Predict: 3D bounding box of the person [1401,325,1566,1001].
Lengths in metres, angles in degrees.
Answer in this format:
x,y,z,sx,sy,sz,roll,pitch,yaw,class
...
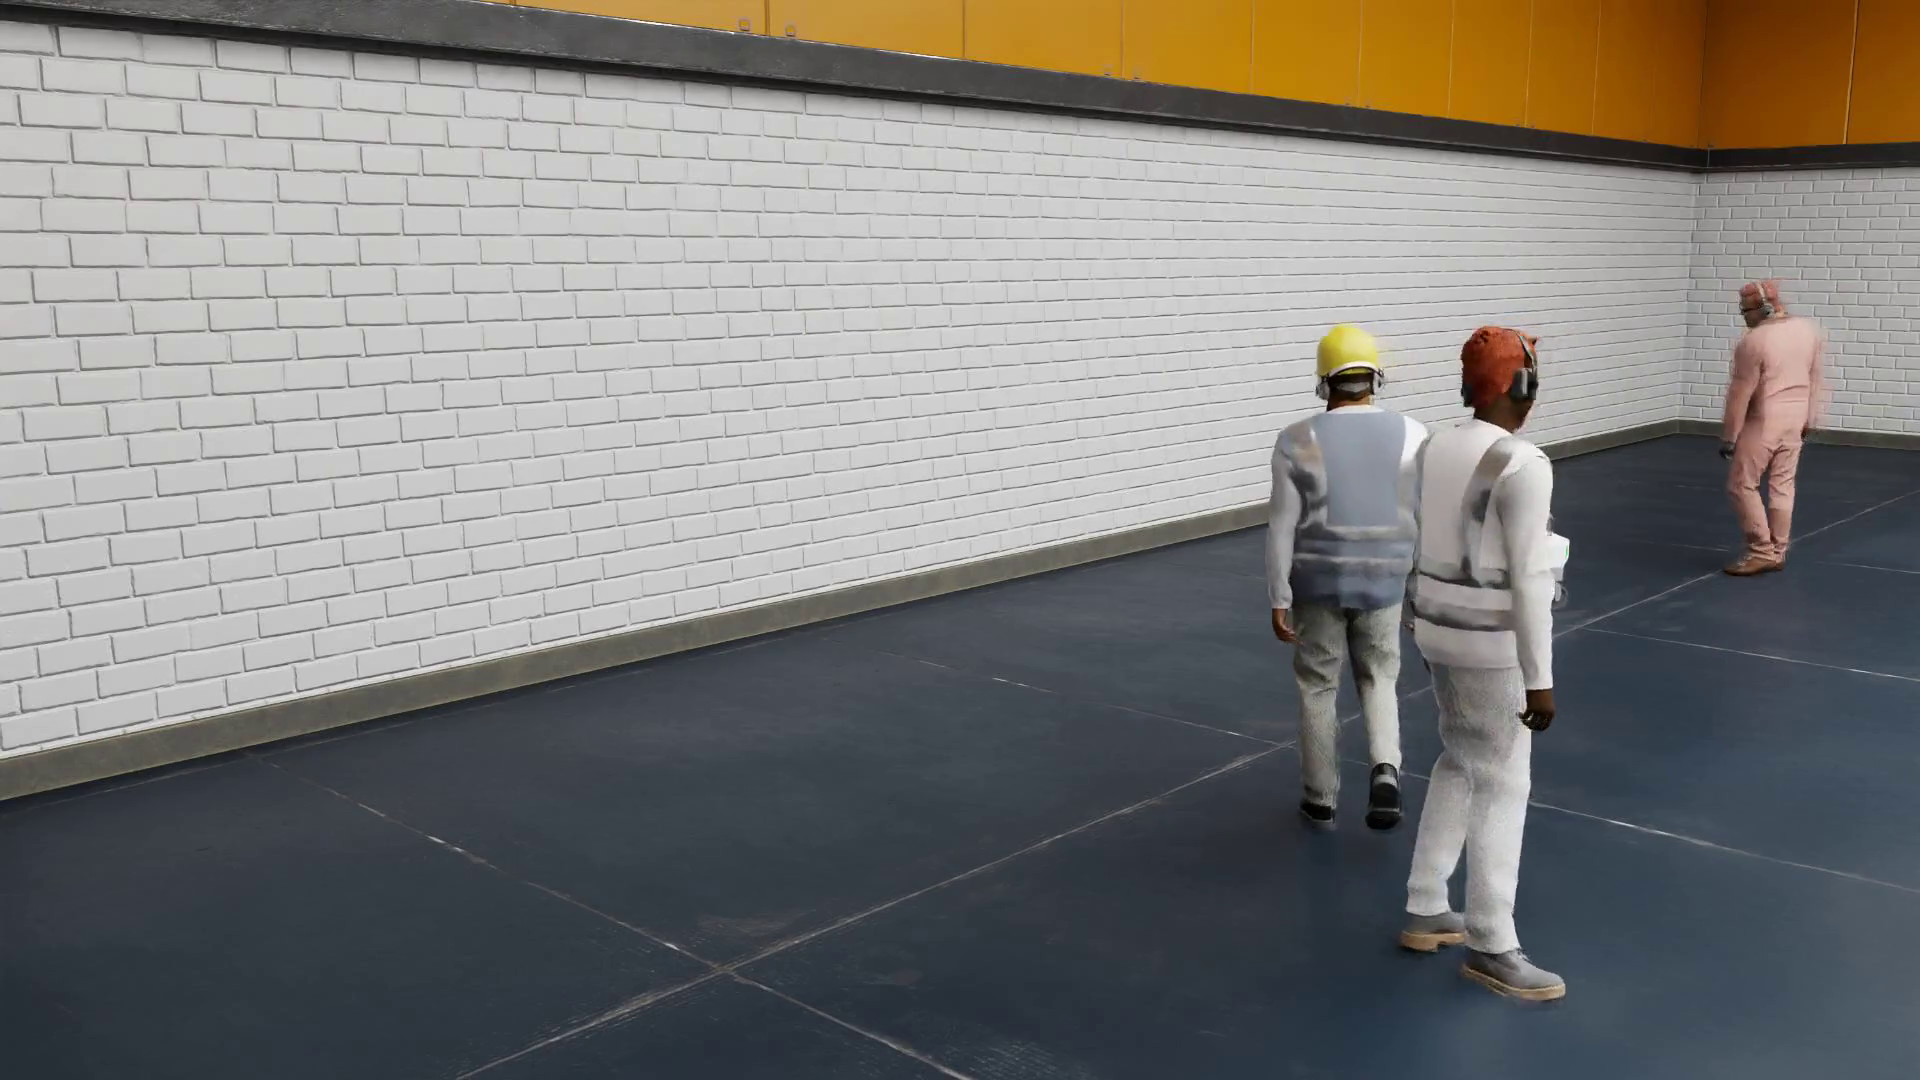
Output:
x,y,z,sx,sy,sz,roll,pitch,yaw,class
1.499,0.336,4.759,0.348,1.857,0.756,-2,10,-10,person

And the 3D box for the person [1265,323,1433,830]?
x,y,z,sx,sy,sz,roll,pitch,yaw,class
1.362,0.159,5.809,0.602,1.815,0.526,0,10,0,person

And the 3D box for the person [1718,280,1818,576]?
x,y,z,sx,sy,sz,roll,pitch,yaw,class
5.142,-0.705,10.590,0.718,1.880,0.431,-4,11,-23,person

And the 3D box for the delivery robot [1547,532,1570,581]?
x,y,z,sx,sy,sz,roll,pitch,yaw,class
3.129,0.077,9.605,0.707,0.478,0.477,-1,10,-4,delivery robot
